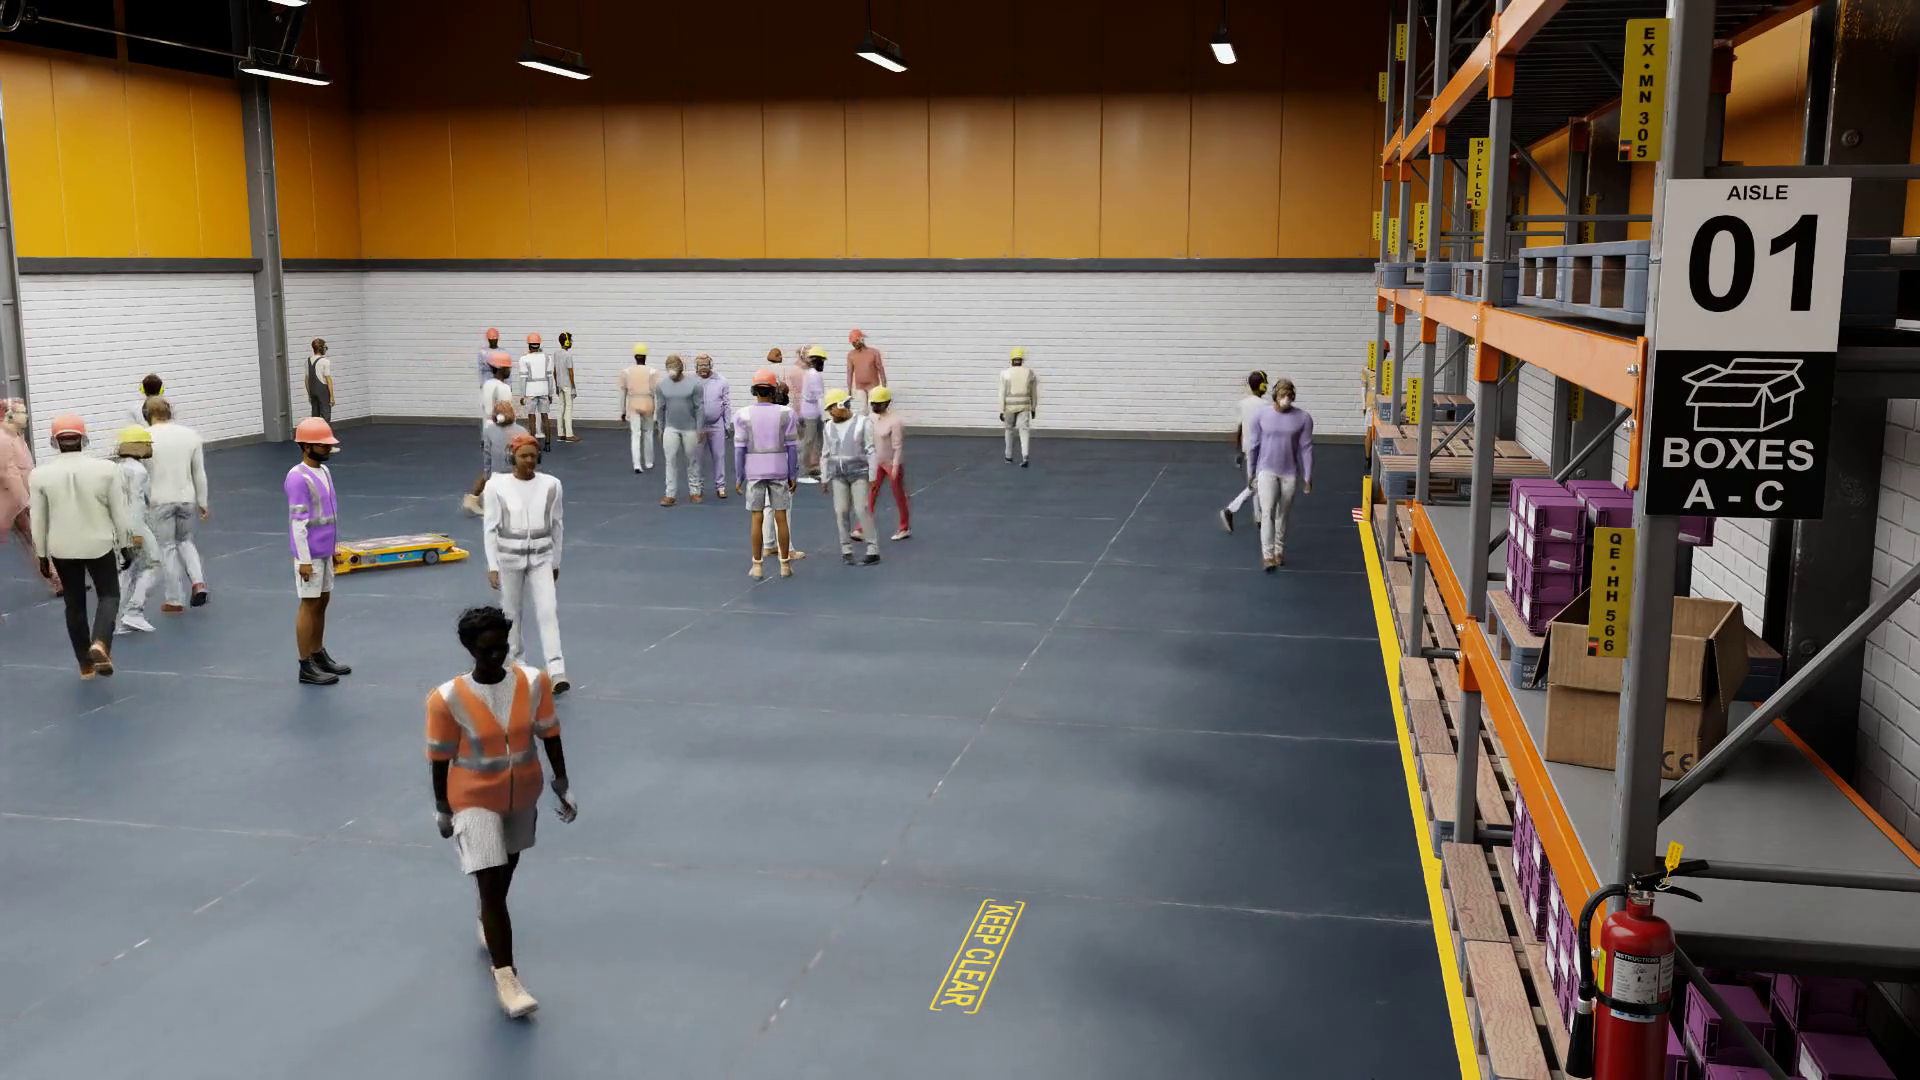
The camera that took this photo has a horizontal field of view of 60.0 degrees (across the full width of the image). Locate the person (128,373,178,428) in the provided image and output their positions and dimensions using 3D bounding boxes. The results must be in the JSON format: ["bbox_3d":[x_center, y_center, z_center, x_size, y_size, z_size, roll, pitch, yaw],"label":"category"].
[{"bbox_3d":[-8.781,-0.891,18.152,0.537,1.851,0.580,-5,11,-29],"label":"person"}]

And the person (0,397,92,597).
[{"bbox_3d":[-8.493,-0.348,14.926,1.042,1.848,0.652,-2,10,-13],"label":"person"}]

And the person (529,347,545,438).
[{"bbox_3d":[-7.414,-2.587,29.040,0.342,1.626,0.560,1,9,4],"label":"person"}]

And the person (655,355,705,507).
[{"bbox_3d":[-3.513,-1.376,20.979,0.645,1.903,0.702,0,9,3],"label":"person"}]

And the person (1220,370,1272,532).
[{"bbox_3d":[3.298,-0.999,18.853,0.828,1.844,0.518,-5,11,-28],"label":"person"}]

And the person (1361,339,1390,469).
[{"bbox_3d":[6.210,-2.005,24.610,0.544,1.936,0.359,6,11,32],"label":"person"}]

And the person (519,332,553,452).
[{"bbox_3d":[-6.831,-2.367,26.784,0.551,1.936,0.356,-7,12,-35],"label":"person"}]

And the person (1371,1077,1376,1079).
[{"bbox_3d":[0.651,1.726,2.494,0.574,1.818,0.817,-1,10,-8],"label":"person"}]

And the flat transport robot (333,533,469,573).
[{"bbox_3d":[-5.779,0.120,16.811,1.431,0.197,0.652,-7,12,-38],"label":"flat transport robot"}]

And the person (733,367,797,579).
[{"bbox_3d":[-1.871,-0.638,16.049,0.605,2.045,0.387,-1,10,-9],"label":"person"}]

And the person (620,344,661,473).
[{"bbox_3d":[-4.671,-1.927,24.317,0.602,1.885,0.971,-1,9,-5],"label":"person"}]

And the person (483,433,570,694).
[{"bbox_3d":[-3.057,0.176,11.768,0.584,1.831,0.978,-4,10,-25],"label":"person"}]

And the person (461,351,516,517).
[{"bbox_3d":[-5.590,-1.281,20.082,1.039,1.999,0.625,-7,12,-36],"label":"person"}]

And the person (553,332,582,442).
[{"bbox_3d":[-6.743,-2.616,28.489,0.534,1.869,0.311,9,13,42],"label":"person"}]

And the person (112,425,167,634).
[{"bbox_3d":[-6.786,-0.084,13.675,0.507,1.712,0.466,9,13,44],"label":"person"}]

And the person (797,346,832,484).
[{"bbox_3d":[-1.924,-1.724,23.038,0.767,1.889,0.677,-1,10,-9],"label":"person"}]

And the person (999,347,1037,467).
[{"bbox_3d":[0.879,-2.002,25.038,0.606,1.791,0.919,-2,10,-10],"label":"person"}]

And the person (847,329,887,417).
[{"bbox_3d":[-1.573,-2.573,28.013,0.663,1.944,0.677,3,10,20],"label":"person"}]

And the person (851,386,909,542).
[{"bbox_3d":[-0.857,-0.807,18.033,0.546,1.704,0.954,8,12,39],"label":"person"}]

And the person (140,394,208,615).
[{"bbox_3d":[-6.849,-0.300,14.392,0.426,1.919,0.632,7,12,37],"label":"person"}]

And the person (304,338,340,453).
[{"bbox_3d":[-10.275,-2.312,26.731,0.516,1.843,0.325,4,10,23],"label":"person"}]

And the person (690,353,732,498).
[{"bbox_3d":[-3.287,-1.476,21.548,0.660,1.896,0.401,-2,10,-14],"label":"person"}]

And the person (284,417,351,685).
[{"bbox_3d":[-4.654,0.073,12.085,0.378,1.936,0.548,0,9,0],"label":"person"}]

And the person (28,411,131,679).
[{"bbox_3d":[-6.355,0.061,12.022,0.641,1.977,0.592,-4,10,-21],"label":"person"}]

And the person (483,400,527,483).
[{"bbox_3d":[-4.872,-0.712,17.864,0.526,1.583,0.874,0,9,3],"label":"person"}]

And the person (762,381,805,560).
[{"bbox_3d":[-1.863,-0.716,17.131,0.429,1.844,0.625,-7,12,-36],"label":"person"}]

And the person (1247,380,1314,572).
[{"bbox_3d":[3.181,-0.628,16.445,0.640,1.889,0.979,0,9,2],"label":"person"}]

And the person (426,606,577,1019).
[{"bbox_3d":[-1.921,1.074,6.926,0.545,1.646,0.889,-8,12,-39],"label":"person"}]

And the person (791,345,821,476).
[{"bbox_3d":[-2.200,-1.861,23.895,0.642,1.885,0.679,2,10,10],"label":"person"}]

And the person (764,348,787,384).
[{"bbox_3d":[-3.090,-2.402,27.913,0.497,1.633,0.284,8,12,38],"label":"person"}]

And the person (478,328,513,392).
[{"bbox_3d":[-8.199,-2.785,29.358,0.559,1.919,0.467,-3,10,-18],"label":"person"}]

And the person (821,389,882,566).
[{"bbox_3d":[-1.108,-0.637,16.873,0.640,1.774,0.406,4,10,23],"label":"person"}]
